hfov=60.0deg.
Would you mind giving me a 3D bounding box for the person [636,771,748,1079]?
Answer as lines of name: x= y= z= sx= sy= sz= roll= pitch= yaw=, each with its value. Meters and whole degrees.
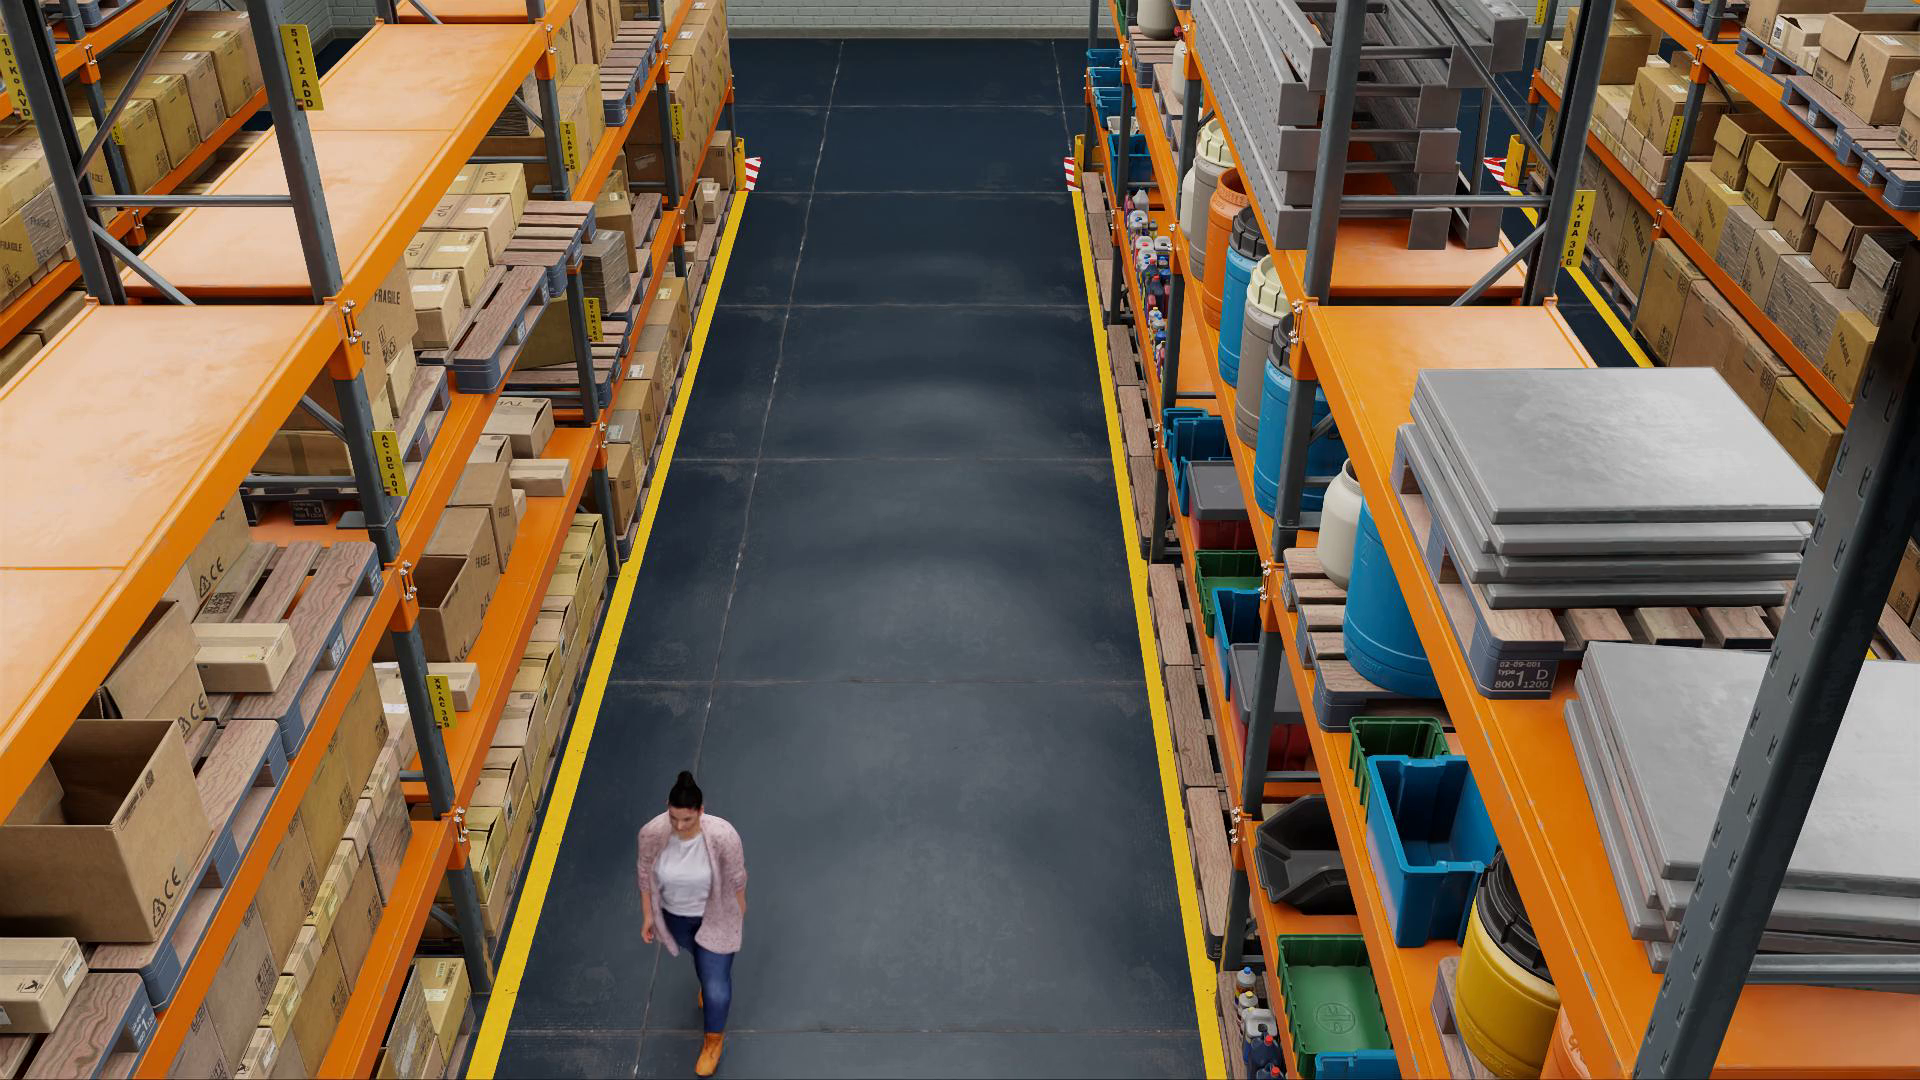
person: x=-1.311 y=1.791 z=8.469 sx=0.823 sy=1.706 sz=1.052 roll=8 pitch=34 yaw=12
